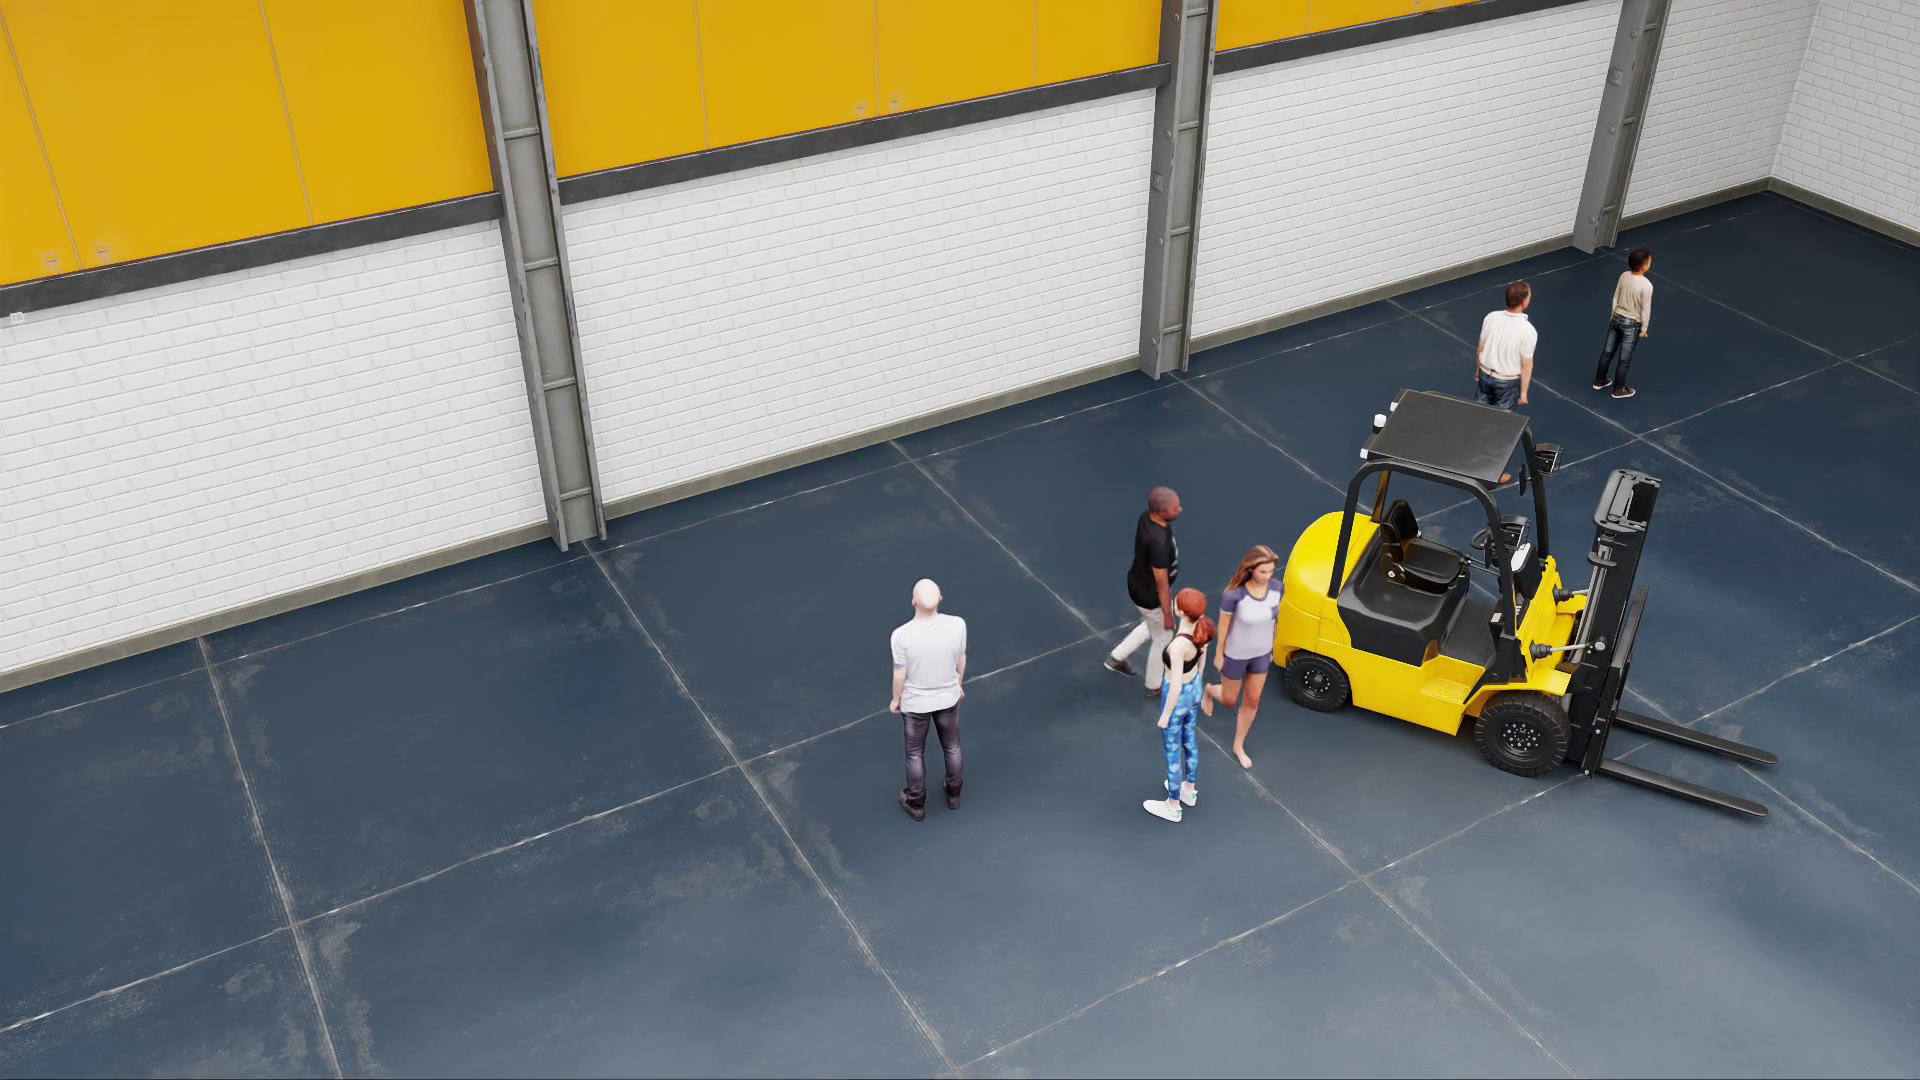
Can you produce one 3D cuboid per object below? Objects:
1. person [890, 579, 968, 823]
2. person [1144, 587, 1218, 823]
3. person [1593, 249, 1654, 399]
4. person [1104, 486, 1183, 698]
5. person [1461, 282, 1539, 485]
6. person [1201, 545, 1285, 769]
[{"bbox_3d":[-0.196,1.020,10.690,0.572,1.832,0.751,-12,35,-17],"label":"person"},{"bbox_3d":[1.418,1.050,10.688,0.716,1.785,0.612,24,41,32],"label":"person"},{"bbox_3d":[6.260,-2.047,15.635,0.493,1.464,0.553,-19,38,-26],"label":"person"},{"bbox_3d":[1.296,0.392,11.675,0.984,1.786,0.887,-5,34,-8],"label":"person"},{"bbox_3d":[4.599,-1.345,14.229,0.598,1.853,0.693,-23,40,-31],"label":"person"},{"bbox_3d":[1.903,0.713,11.259,0.885,1.712,0.783,-9,35,-13],"label":"person"}]
